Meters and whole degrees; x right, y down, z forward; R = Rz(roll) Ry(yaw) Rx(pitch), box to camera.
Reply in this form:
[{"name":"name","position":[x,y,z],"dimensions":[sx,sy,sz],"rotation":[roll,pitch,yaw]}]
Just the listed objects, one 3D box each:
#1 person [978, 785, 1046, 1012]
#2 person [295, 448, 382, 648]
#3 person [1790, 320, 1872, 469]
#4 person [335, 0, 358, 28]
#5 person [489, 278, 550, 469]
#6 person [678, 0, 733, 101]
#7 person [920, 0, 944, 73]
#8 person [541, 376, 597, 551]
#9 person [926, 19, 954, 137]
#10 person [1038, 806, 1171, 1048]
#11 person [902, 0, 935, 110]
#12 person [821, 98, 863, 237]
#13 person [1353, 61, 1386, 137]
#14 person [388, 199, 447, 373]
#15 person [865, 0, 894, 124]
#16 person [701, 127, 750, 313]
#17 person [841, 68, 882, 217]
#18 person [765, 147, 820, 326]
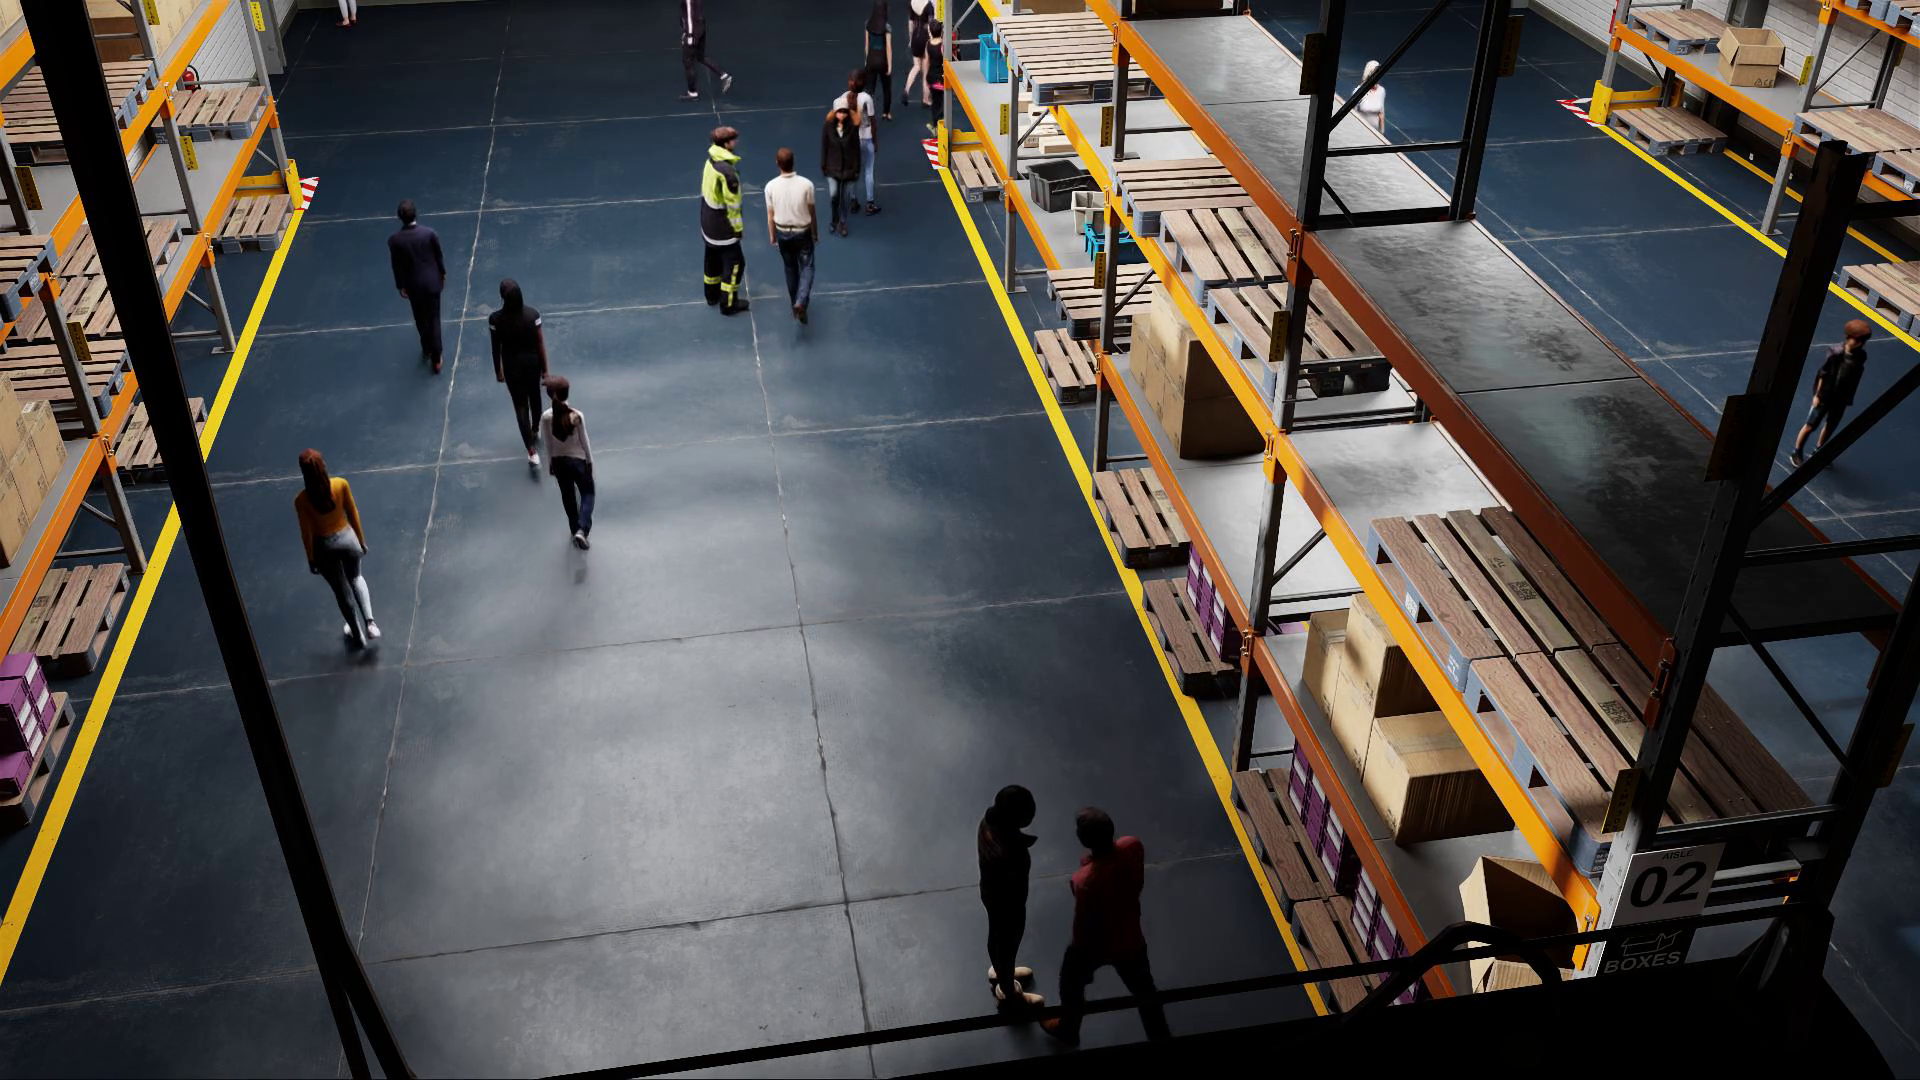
[{"name":"person","position":[0.240,2.044,9.441],"dimensions":[0.662,1.660,0.589],"rotation":[8,34,12]},{"name":"person","position":[-4.560,0.110,12.274],"dimensions":[0.785,1.744,0.868],"rotation":[-25,41,-32]},{"name":"person","position":[7.690,-1.287,14.648],"dimensions":[0.545,1.443,0.518],"rotation":[-4,34,-5]},{"name":"person","position":[-9.648,-8.795,25.798],"dimensions":[0.744,1.604,0.642],"rotation":[12,35,17]},{"name":"person","position":[-3.843,-1.444,14.663],"dimensions":[0.758,1.687,1.227],"rotation":[-12,35,-17]},{"name":"person","position":[-3.549,-6.916,22.778],"dimensions":[0.961,1.817,1.033],"rotation":[6,34,8]},{"name":"person","position":[-0.332,-7.306,23.628],"dimensions":[0.759,1.526,1.091],"rotation":[-15,36,-21]},{"name":"person","position":[-3.183,-0.590,13.508],"dimensions":[0.579,1.544,0.897],"rotation":[-2,34,-3]},{"name":"person","position":[-0.318,-5.962,21.593],"dimensions":[0.778,1.539,0.824],"rotation":[25,41,33]},{"name":"person","position":[0.873,2.216,9.063],"dimensions":[1.033,1.791,1.196],"rotation":[-17,37,-24]},{"name":"person","position":[-0.564,-6.646,22.372],"dimensions":[0.913,1.818,0.977],"rotation":[21,39,28]},{"name":"person","position":[-1.357,-4.291,19.003],"dimensions":[0.648,1.624,0.635],"rotation":[-1,34,-1]},{"name":"person","position":[4.747,-4.837,19.745],"dimensions":[0.786,1.713,1.128],"rotation":[-15,37,-21]},{"name":"person","position":[-5.201,-2.430,16.137],"dimensions":[0.710,1.698,0.933],"rotation":[-10,35,-14]},{"name":"person","position":[-1.114,-6.182,21.781],"dimensions":[0.993,1.698,1.156],"rotation":[14,36,20]},{"name":"person","position":[-2.489,-3.335,17.256],"dimensions":[0.906,1.967,0.739],"rotation":[-17,37,-24]},{"name":"person","position":[-1.174,-4.668,19.484],"dimensions":[0.670,1.721,0.701],"rotation":[15,37,22]},{"name":"person","position":[-1.702,-3.053,16.953],"dimensions":[0.815,1.832,1.063],"rotation":[2,34,3]}]
